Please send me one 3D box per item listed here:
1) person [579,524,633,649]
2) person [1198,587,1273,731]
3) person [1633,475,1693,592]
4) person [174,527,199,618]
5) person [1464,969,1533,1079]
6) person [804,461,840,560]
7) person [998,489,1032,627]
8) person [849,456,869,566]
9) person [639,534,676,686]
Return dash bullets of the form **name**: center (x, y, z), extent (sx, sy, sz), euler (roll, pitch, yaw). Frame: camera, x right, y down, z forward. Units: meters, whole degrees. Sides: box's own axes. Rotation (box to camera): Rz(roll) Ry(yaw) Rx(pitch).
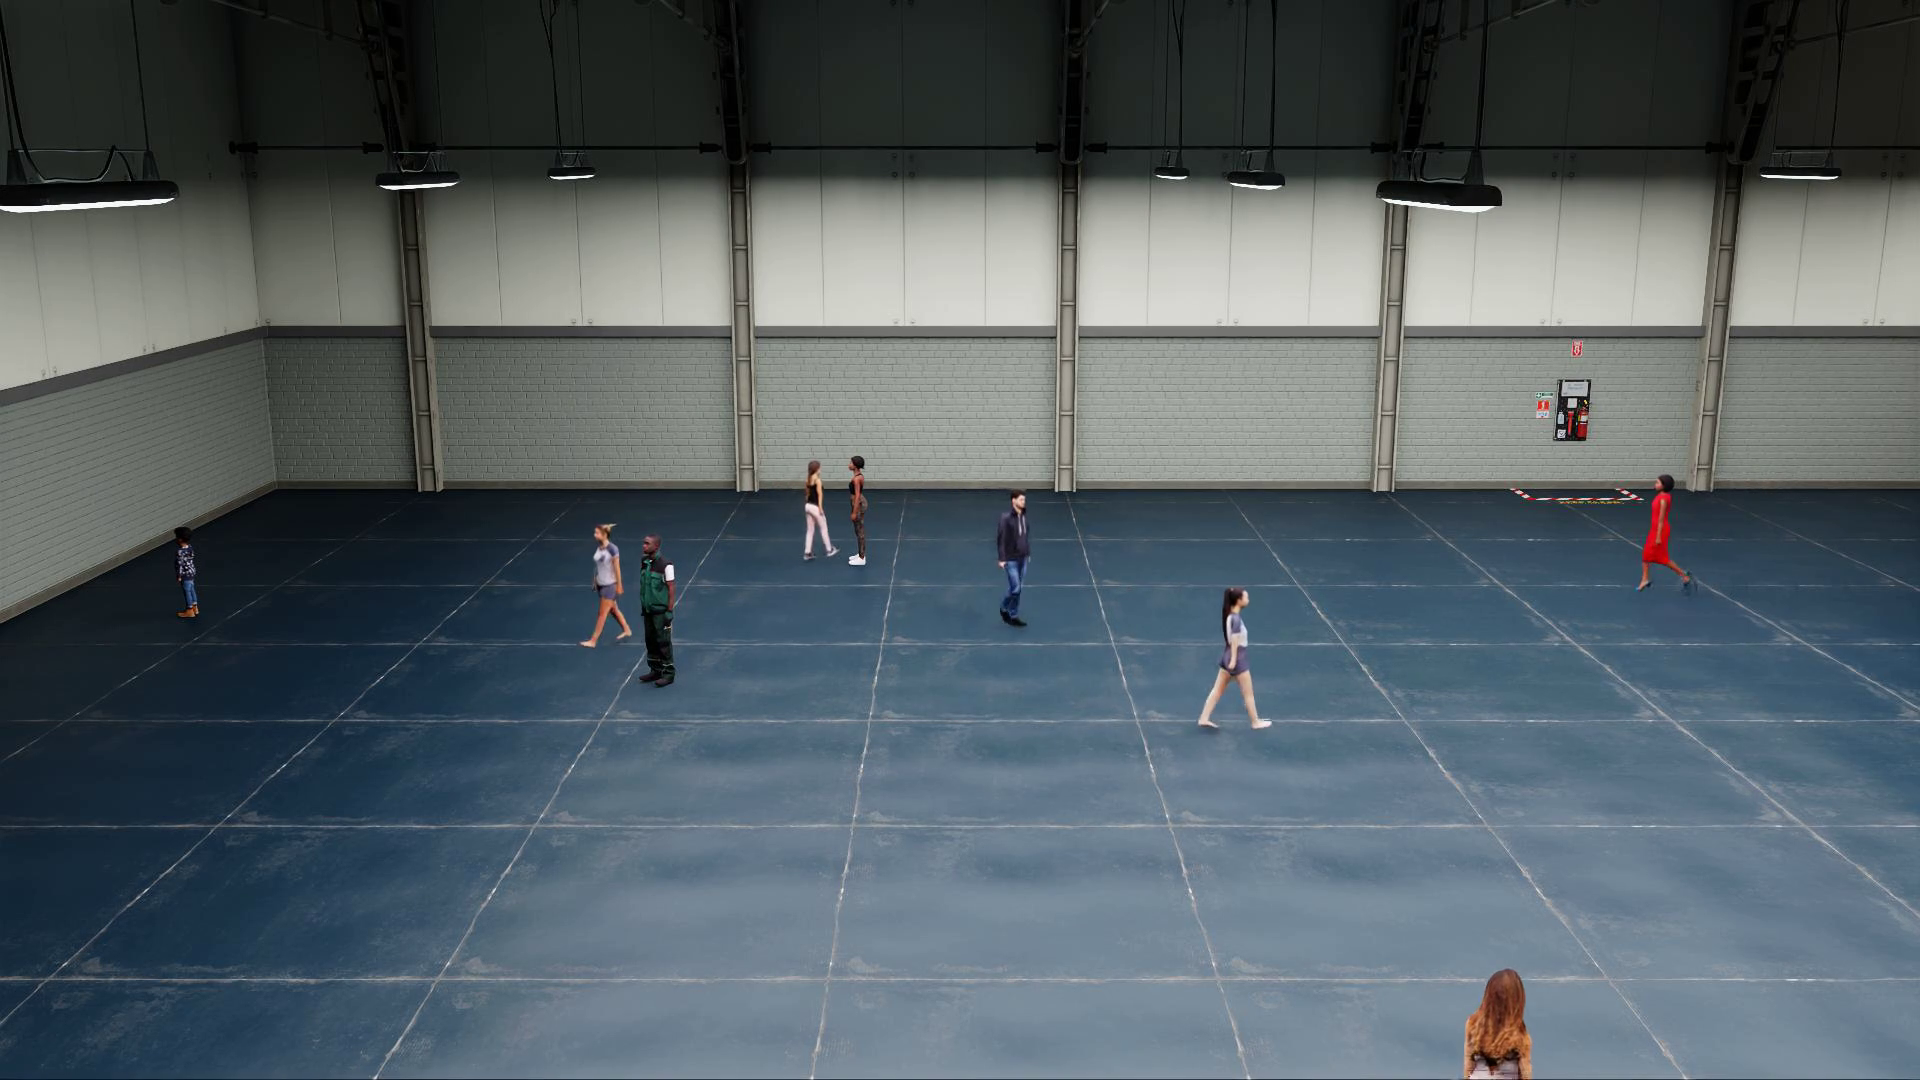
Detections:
- **person**: center (-4.453, 0.589, 21.330), extent (1.100, 1.570, 1.003), euler (-11, 17, -39)
- **person**: center (2.886, 1.323, 18.073), extent (1.045, 1.609, 0.673), euler (-1, 13, -5)
- **person**: center (10.097, -0.057, 23.795), extent (1.061, 1.717, 0.697), euler (2, 13, 10)
- **person**: center (-10.590, 0.427, 22.739), extent (0.491, 1.251, 0.486), euler (0, 13, 1)
- **person**: center (2.943, 3.296, 9.311), extent (1.164, 1.719, 1.024), euler (-11, 17, -39)
- **person**: center (-2.302, -0.447, 25.877), extent (0.899, 1.536, 0.916), euler (11, 17, 38)
- **person**: center (0.664, 0.228, 22.191), extent (0.815, 1.884, 0.875), euler (-12, 18, -43)
- **person**: center (-1.569, -0.474, 25.632), extent (0.517, 1.700, 0.564), euler (0, 13, 1)
- **person**: center (-3.594, 0.814, 19.763), extent (0.757, 1.838, 0.837), euler (11, 17, 39)
